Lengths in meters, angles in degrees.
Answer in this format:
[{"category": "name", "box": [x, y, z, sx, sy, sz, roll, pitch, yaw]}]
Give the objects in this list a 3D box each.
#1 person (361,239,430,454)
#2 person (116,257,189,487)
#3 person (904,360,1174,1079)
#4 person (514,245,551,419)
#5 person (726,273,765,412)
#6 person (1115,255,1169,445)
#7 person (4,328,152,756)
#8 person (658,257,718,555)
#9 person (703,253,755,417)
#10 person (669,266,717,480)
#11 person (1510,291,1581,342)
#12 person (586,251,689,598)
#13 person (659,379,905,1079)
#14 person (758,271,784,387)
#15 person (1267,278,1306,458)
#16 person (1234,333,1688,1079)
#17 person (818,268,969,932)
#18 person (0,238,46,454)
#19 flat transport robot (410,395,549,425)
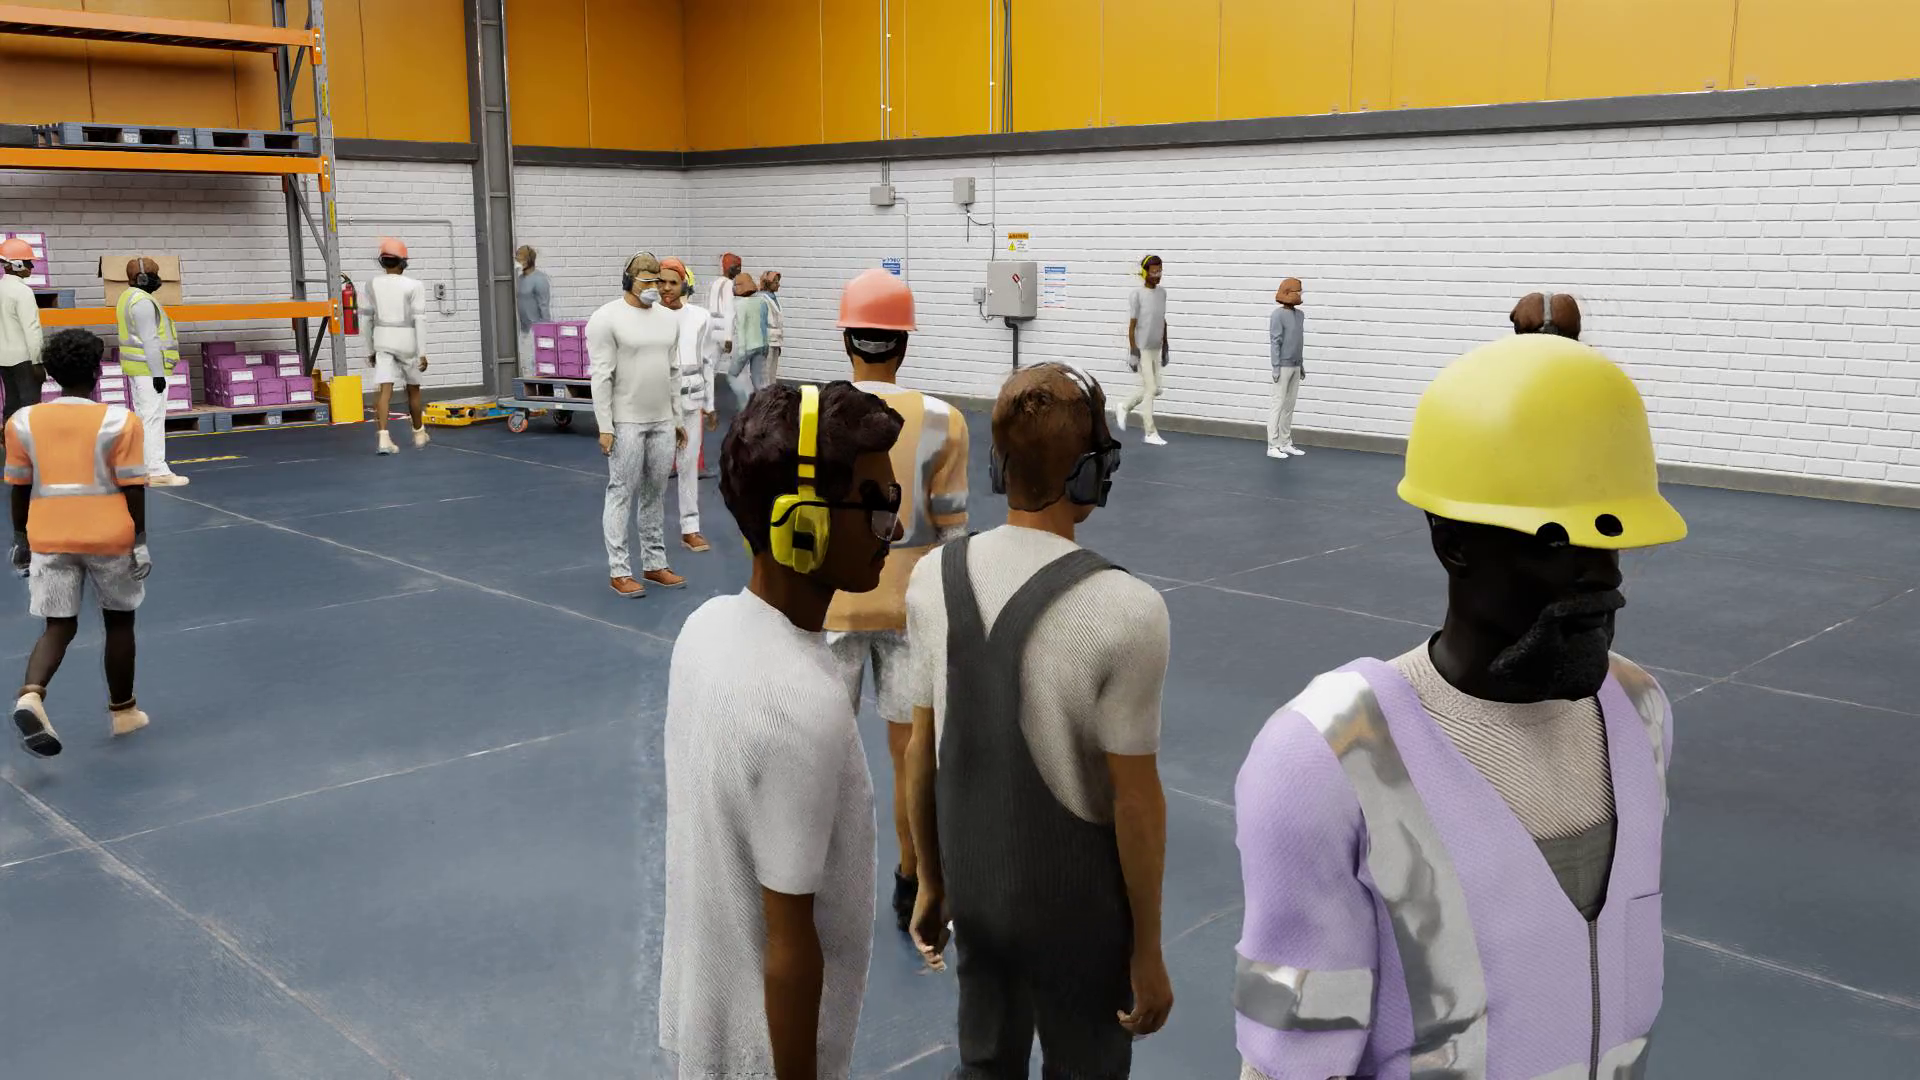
[{"category": "person", "box": [-5.283, -1.811, 15.574, 0.627, 1.992, 1.042, 0, 10, 0]}, {"category": "person", "box": [-6.556, -1.356, 13.484, 0.430, 1.845, 0.619, -8, 13, -38]}, {"category": "person", "box": [0.091, 0.619, 2.759, 0.514, 1.827, 0.645, 9, 13, 39]}, {"category": "person", "box": [-4.637, -2.298, 18.407, 0.703, 1.923, 0.638, -8, 13, -38]}, {"category": "person", "box": [-2.265, -2.023, 17.723, 0.468, 1.621, 0.502, 5, 12, 25]}, {"category": "person", "box": [1.774, -1.859, 16.235, 0.547, 1.840, 0.667, -9, 14, -42]}, {"category": "person", "box": [-3.441, 0.023, 6.447, 0.542, 1.675, 0.698, -1, 10, -6]}, {"category": "person", "box": [-1.828, -0.845, 10.585, 0.584, 1.880, 0.339, -6, 12, -30]}, {"category": "person", "box": [-2.623, -2.279, 18.556, 1.016, 1.830, 0.614, -6, 12, -30]}, {"category": "person", "box": [-2.285, -1.382, 13.819, 0.533, 1.772, 0.298, 4, 11, 23]}, {"category": "person", "box": [2.071, 0.014, 6.058, 0.622, 1.818, 0.648, 3, 11, 14]}, {"category": "person", "box": [-1.801, -0.654, 9.404, 0.370, 1.934, 0.627, 8, 13, 38]}, {"category": "person", "box": [-0.319, 0.706, 2.243, 0.680, 1.847, 0.516, -5, 11, -24]}, {"category": "person", "box": [-2.085, -2.126, 18.231, 0.311, 1.638, 0.523, 2, 11, 10]}, {"category": "person", "box": [3.001, -1.572, 15.218, 0.273, 1.635, 0.507, 9, 14, 41]}, {"category": "person", "box": [0.549, 0.746, 1.786, 0.594, 1.926, 0.367, -7, 12, -32]}, {"category": "person", "box": [-0.249, 0.192, 4.820, 0.544, 1.933, 0.378, -1, 10, -3]}, {"category": "person", "box": [-7.771, -1.491, 13.797, 0.618, 1.993, 0.396, 7, 13, 35]}, {"category": "flat transport robot", "box": [-5.233, -1.430, 18.172, 0.652, 0.197, 1.431, 5, 12, 27]}]
